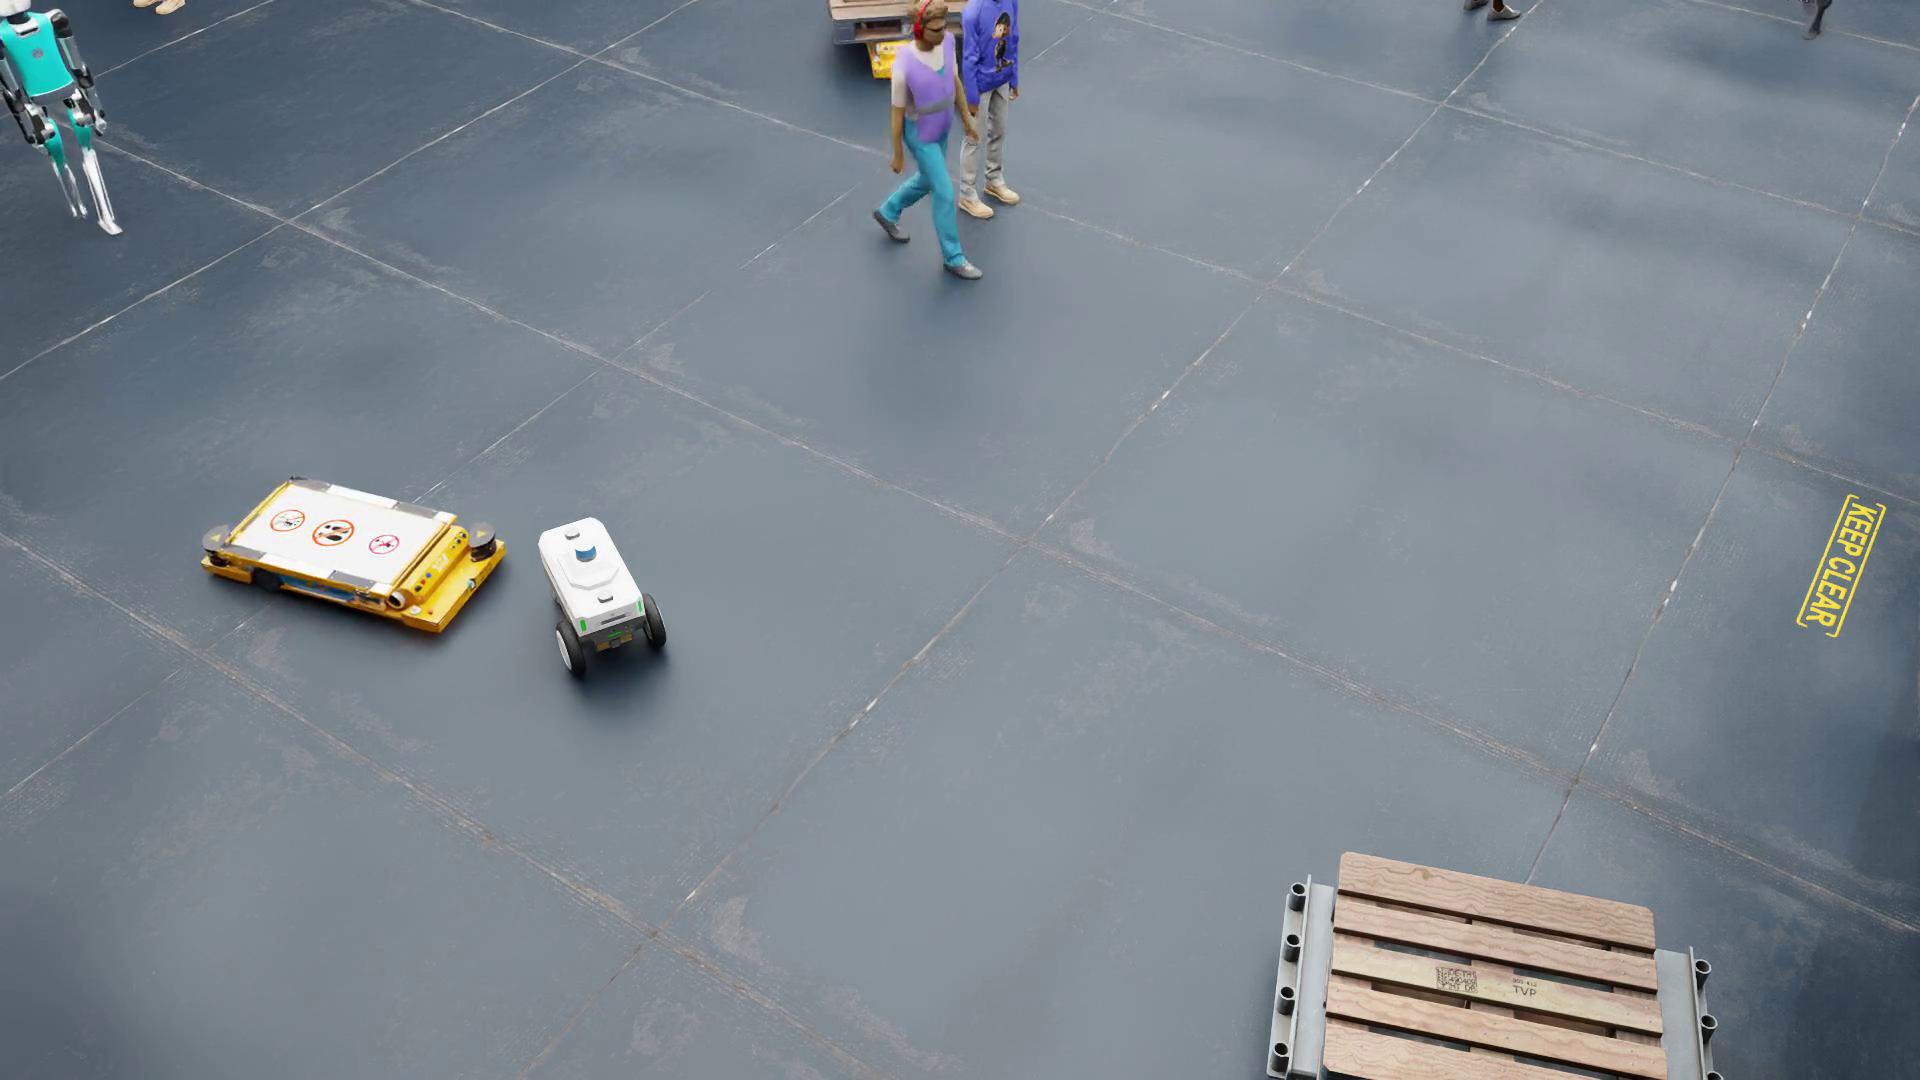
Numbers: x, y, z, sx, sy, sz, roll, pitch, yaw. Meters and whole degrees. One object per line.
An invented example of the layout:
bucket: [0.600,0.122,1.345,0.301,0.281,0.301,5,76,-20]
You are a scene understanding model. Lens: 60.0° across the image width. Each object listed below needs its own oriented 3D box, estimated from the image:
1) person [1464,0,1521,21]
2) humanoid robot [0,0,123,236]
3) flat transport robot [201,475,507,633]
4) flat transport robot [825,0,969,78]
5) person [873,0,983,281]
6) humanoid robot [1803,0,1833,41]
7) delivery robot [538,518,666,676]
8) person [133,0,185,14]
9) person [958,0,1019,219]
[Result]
person: [4.381,-5.118,13.253,0.418,1.941,0.551,-23,47,-24]
humanoid robot: [-5.911,-2.744,10.819,0.555,1.890,0.782,-32,51,-30]
flat transport robot: [-3.183,0.055,8.717,1.431,0.231,0.659,13,43,14]
flat transport robot: [-0.455,-4.138,13.410,0.659,0.231,1.431,-6,42,-7]
person: [-0.223,-2.568,10.494,0.868,1.804,0.562,21,46,21]
humanoid robot: [6.985,-4.857,13.178,0.608,1.624,0.618,21,46,21]
delivery robot: [-1.828,0.239,8.287,0.499,0.581,0.774,-19,45,-20]
person: [-6.704,-5.139,13.420,0.470,1.747,0.321,24,47,24]
person: [0.212,-3.009,10.958,0.375,1.865,0.452,33,51,31]
